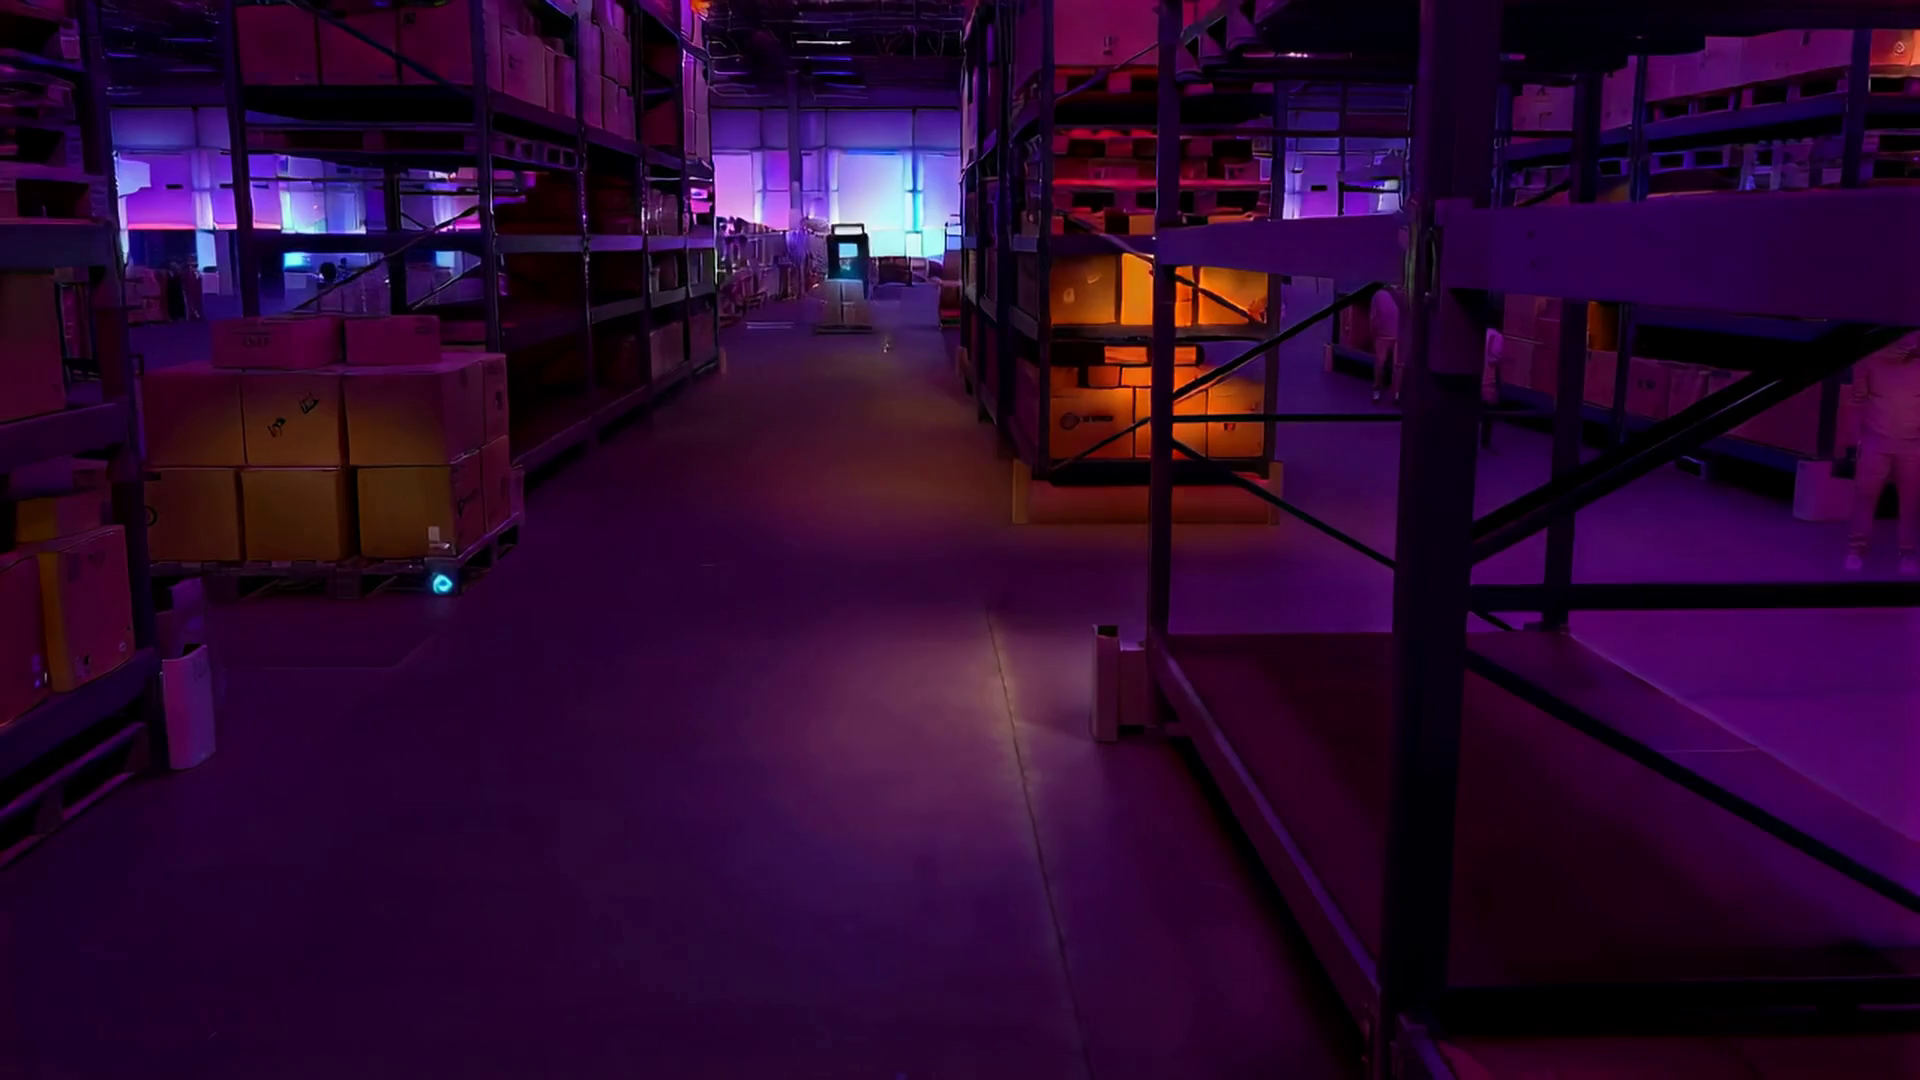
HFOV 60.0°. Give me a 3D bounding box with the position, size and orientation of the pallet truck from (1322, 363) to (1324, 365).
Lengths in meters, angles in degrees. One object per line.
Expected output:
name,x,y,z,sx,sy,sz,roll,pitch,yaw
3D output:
pallet truck,7.712,-4.157,30.737,1.885,1.965,0.823,3,11,16

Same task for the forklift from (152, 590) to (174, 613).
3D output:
forklift,-5.858,-0.811,9.639,1.873,2.768,1.129,-1,10,-3

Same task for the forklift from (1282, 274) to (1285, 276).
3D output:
forklift,12.224,-10.384,62.970,1.129,2.768,1.873,0,10,-2

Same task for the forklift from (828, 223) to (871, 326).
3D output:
forklift,-2.983,-7.110,44.727,1.129,2.768,1.873,0,10,-2

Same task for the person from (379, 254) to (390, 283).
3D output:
person,-21.511,-9.787,62.320,0.382,1.919,0.584,1,10,4

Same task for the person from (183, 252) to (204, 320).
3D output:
person,-22.994,-7.605,49.828,0.682,2.000,0.538,7,12,33

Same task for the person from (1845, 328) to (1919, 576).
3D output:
person,6.610,-0.694,11.742,0.645,1.898,0.397,5,11,26

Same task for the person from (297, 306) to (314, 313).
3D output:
person,-6.719,-1.568,17.153,0.534,1.699,0.318,5,11,26

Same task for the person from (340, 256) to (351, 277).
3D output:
person,-20.264,-8.443,54.931,0.337,1.883,0.584,-3,11,-17

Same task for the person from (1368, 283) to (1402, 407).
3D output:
person,6.119,-2.858,23.666,0.635,1.937,0.359,2,10,11

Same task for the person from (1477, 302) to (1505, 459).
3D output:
person,5.706,-1.723,18.010,0.317,1.700,0.538,-4,11,-19

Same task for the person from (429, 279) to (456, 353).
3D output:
person,-10.731,-4.547,34.031,0.851,1.596,0.530,-5,11,-26

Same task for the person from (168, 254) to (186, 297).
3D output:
person,-32.931,-11.053,69.693,0.870,1.853,0.528,-2,10,-9

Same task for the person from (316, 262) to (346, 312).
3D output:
person,-11.801,-4.220,31.181,0.604,1.964,0.367,2,10,9
